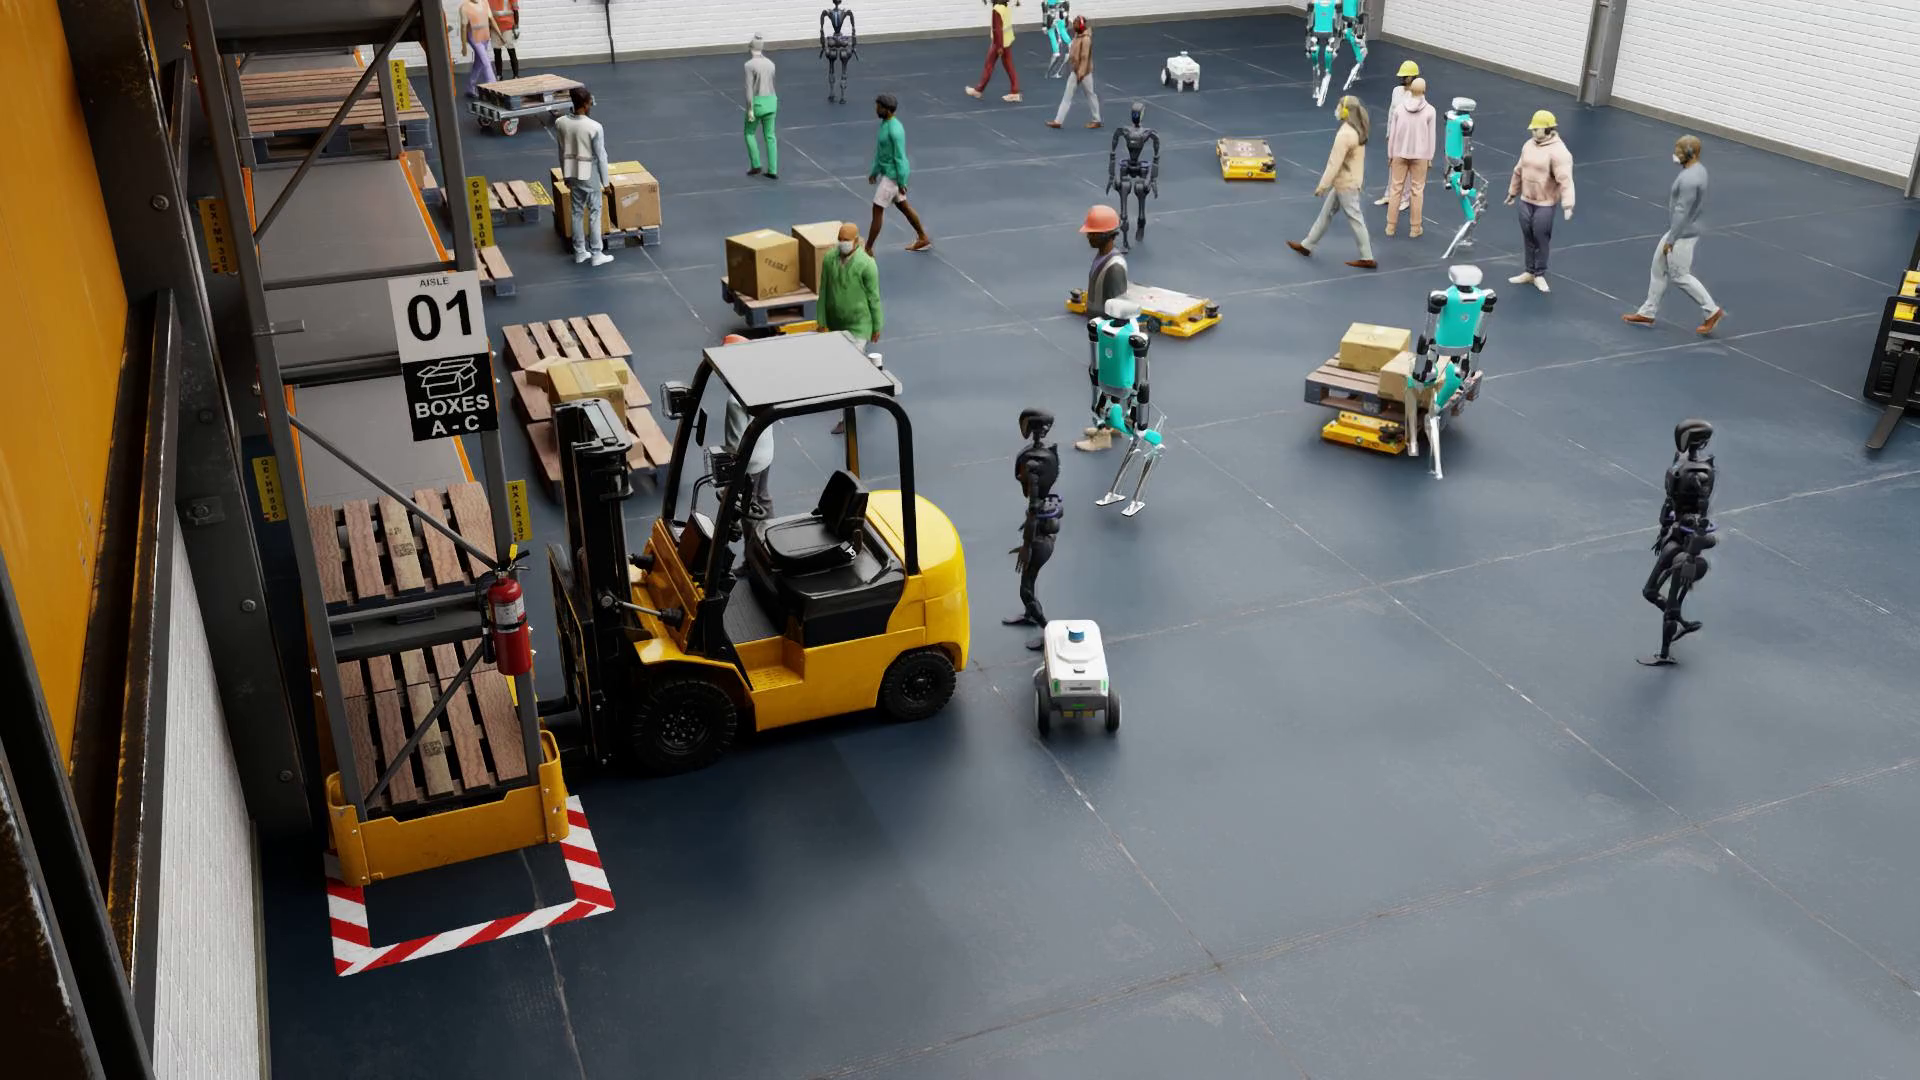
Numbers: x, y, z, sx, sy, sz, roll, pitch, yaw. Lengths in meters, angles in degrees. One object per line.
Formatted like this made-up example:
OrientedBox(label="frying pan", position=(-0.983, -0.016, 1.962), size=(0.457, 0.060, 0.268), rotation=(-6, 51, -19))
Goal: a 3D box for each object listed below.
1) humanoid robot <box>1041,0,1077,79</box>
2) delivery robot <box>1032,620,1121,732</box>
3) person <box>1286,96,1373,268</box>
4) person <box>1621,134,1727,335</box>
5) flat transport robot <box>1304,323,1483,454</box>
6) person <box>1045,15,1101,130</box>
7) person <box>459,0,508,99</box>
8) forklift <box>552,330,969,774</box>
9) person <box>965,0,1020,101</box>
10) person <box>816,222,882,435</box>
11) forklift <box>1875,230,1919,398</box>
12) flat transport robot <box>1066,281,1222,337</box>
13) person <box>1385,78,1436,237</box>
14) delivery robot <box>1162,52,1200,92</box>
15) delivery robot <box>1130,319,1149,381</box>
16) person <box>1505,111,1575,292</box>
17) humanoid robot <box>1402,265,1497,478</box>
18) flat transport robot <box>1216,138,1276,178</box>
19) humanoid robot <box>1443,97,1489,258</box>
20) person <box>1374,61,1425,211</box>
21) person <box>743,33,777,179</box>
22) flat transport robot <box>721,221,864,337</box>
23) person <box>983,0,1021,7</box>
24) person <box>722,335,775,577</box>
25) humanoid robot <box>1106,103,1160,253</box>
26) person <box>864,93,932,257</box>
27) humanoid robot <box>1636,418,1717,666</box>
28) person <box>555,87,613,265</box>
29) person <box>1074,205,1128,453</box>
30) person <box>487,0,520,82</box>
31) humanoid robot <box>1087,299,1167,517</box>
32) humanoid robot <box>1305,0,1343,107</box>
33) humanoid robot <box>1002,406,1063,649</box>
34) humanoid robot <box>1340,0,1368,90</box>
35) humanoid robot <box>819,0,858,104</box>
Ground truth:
OrientedBox(label="humanoid robot", position=(1.653, -8.374, 27.049), size=(0.562, 1.810, 0.665), rotation=(-16, 31, -28))
OrientedBox(label="delivery robot", position=(0.690, 0.814, 10.065), size=(0.519, 0.608, 0.780), rotation=(-1, 27, -1))
OrientedBox(label="person", position=(4.101, -3.872, 17.979), size=(1.033, 1.816, 0.544), rotation=(11, 29, 21))
OrientedBox(label="person", position=(7.019, -2.917, 15.980), size=(0.881, 1.900, 0.687), rotation=(11, 29, 21))
OrientedBox(label="flat transport robot", position=(3.675, -1.113, 14.201), size=(0.659, 0.231, 1.431), rotation=(17, 31, 30))
OrientedBox(label="person", position=(1.679, -6.654, 23.724), size=(0.858, 1.600, 0.486), rotation=(-11, 29, -21))
OrientedBox(label="person", position=(-7.317, -7.622, 25.460), size=(1.010, 1.778, 0.561), rotation=(10, 28, 19))
OrientedBox(label="forklift", position=(-1.094, 0.010, 9.831), size=(2.313, 2.155, 1.214), rotation=(-10, 28, -20))
OrientedBox(label="person", position=(0.541, -7.630, 25.537), size=(0.913, 1.720, 0.491), rotation=(11, 29, 21))
OrientedBox(label="person", position=(-0.909, -1.845, 14.013), size=(0.539, 1.747, 0.868), rotation=(16, 31, 28))
OrientedBox(label="forklift", position=(9.029, -2.397, 14.618), size=(1.214, 2.155, 2.313), rotation=(18, 32, 32))
OrientedBox(label="flat transport robot", position=(1.834, -2.328, 16.618), size=(1.431, 0.231, 0.659), rotation=(20, 33, 34))
OrientedBox(label="person", position=(5.126, -4.344, 18.940), size=(0.522, 1.784, 0.406), rotation=(10, 28, 20))
OrientedBox(label="delivery robot", position=(3.561, -7.493, 26.579), size=(0.499, 0.600, 0.802), rotation=(-5, 27, -10))
OrientedBox(label="delivery robot", position=(1.460, -1.738, 15.141), size=(0.499, 0.608, 0.784), rotation=(1, 27, 3))
OrientedBox(label="person", position=(6.012, -3.504, 17.204), size=(0.464, 1.851, 0.864), rotation=(-12, 29, -23))
OrientedBox(label="humanoid robot", position=(3.746, -1.380, 13.121), size=(0.533, 1.772, 0.852), rotation=(-4, 27, -8))
OrientedBox(label="flat transport robot", position=(3.782, -5.057, 22.046), size=(0.659, 0.231, 1.431), rotation=(2, 27, 3))
OrientedBox(label="humanoid robot", position=(5.628, -3.949, 18.236), size=(0.781, 1.798, 0.539), rotation=(-5, 27, -10))
OrientedBox(label="person", position=(5.312, -4.850, 19.967), size=(0.327, 1.768, 0.525), rotation=(-14, 30, -26))
OrientedBox(label="person", position=(-2.548, -5.560, 21.322), size=(0.535, 1.812, 0.518), rotation=(-21, 33, -35))
OrientedBox(label="flat transport robot", position=(-1.628, -2.215, 16.393), size=(0.659, 0.231, 1.431), rotation=(-11, 29, -21))
OrientedBox(label="person", position=(0.740, -9.472, 29.043), size=(0.630, 1.870, 0.544), rotation=(24, 35, 39))
OrientedBox(label="person", position=(-1.479, -0.585, 11.512), size=(0.352, 1.740, 0.571), rotation=(7, 28, 14))
OrientedBox(label="humanoid robot", position=(1.933, -4.060, 18.511), size=(0.589, 1.632, 0.609), rotation=(5, 27, 11))
OrientedBox(label="person", position=(-0.761, -4.006, 18.257), size=(0.989, 1.798, 0.499), rotation=(-5, 27, -10))
OrientedBox(label="humanoid robot", position=(4.529, 0.032, 10.359), size=(0.387, 1.645, 0.609), rotation=(1, 27, 3))
OrientedBox(label="person", position=(-4.047, -3.910, 17.945), size=(0.601, 1.906, 0.414), rotation=(11, 29, 21))
OrientedBox(label="person", position=(1.160, -1.694, 13.409), size=(0.445, 2.040, 0.619), rotation=(-3, 27, -5))
OrientedBox(label="person", position=(-7.224, -8.088, 26.188), size=(0.603, 1.966, 0.368), rotation=(3, 27, 6))
OrientedBox(label="humanoid robot", position=(1.297, -1.012, 12.218), size=(0.735, 1.677, 0.533), rotation=(-23, 35, -38))
OrientedBox(label="humanoid robot", position=(5.545, -7.523, 25.375), size=(0.549, 1.821, 0.902), rotation=(8, 28, 15))
OrientedBox(label="humanoid robot", position=(0.451, -0.074, 10.575), size=(0.446, 1.648, 0.601), rotation=(4, 27, 8))
OrientedBox(label="humanoid robot", position=(6.324, -8.047, 26.383), size=(0.855, 1.788, 0.540), rotation=(-13, 30, -24))
OrientedBox(label="humanoid robot", position=(-1.859, -7.544, 25.430), size=(0.605, 1.643, 0.463), rotation=(0, 27, 0))
